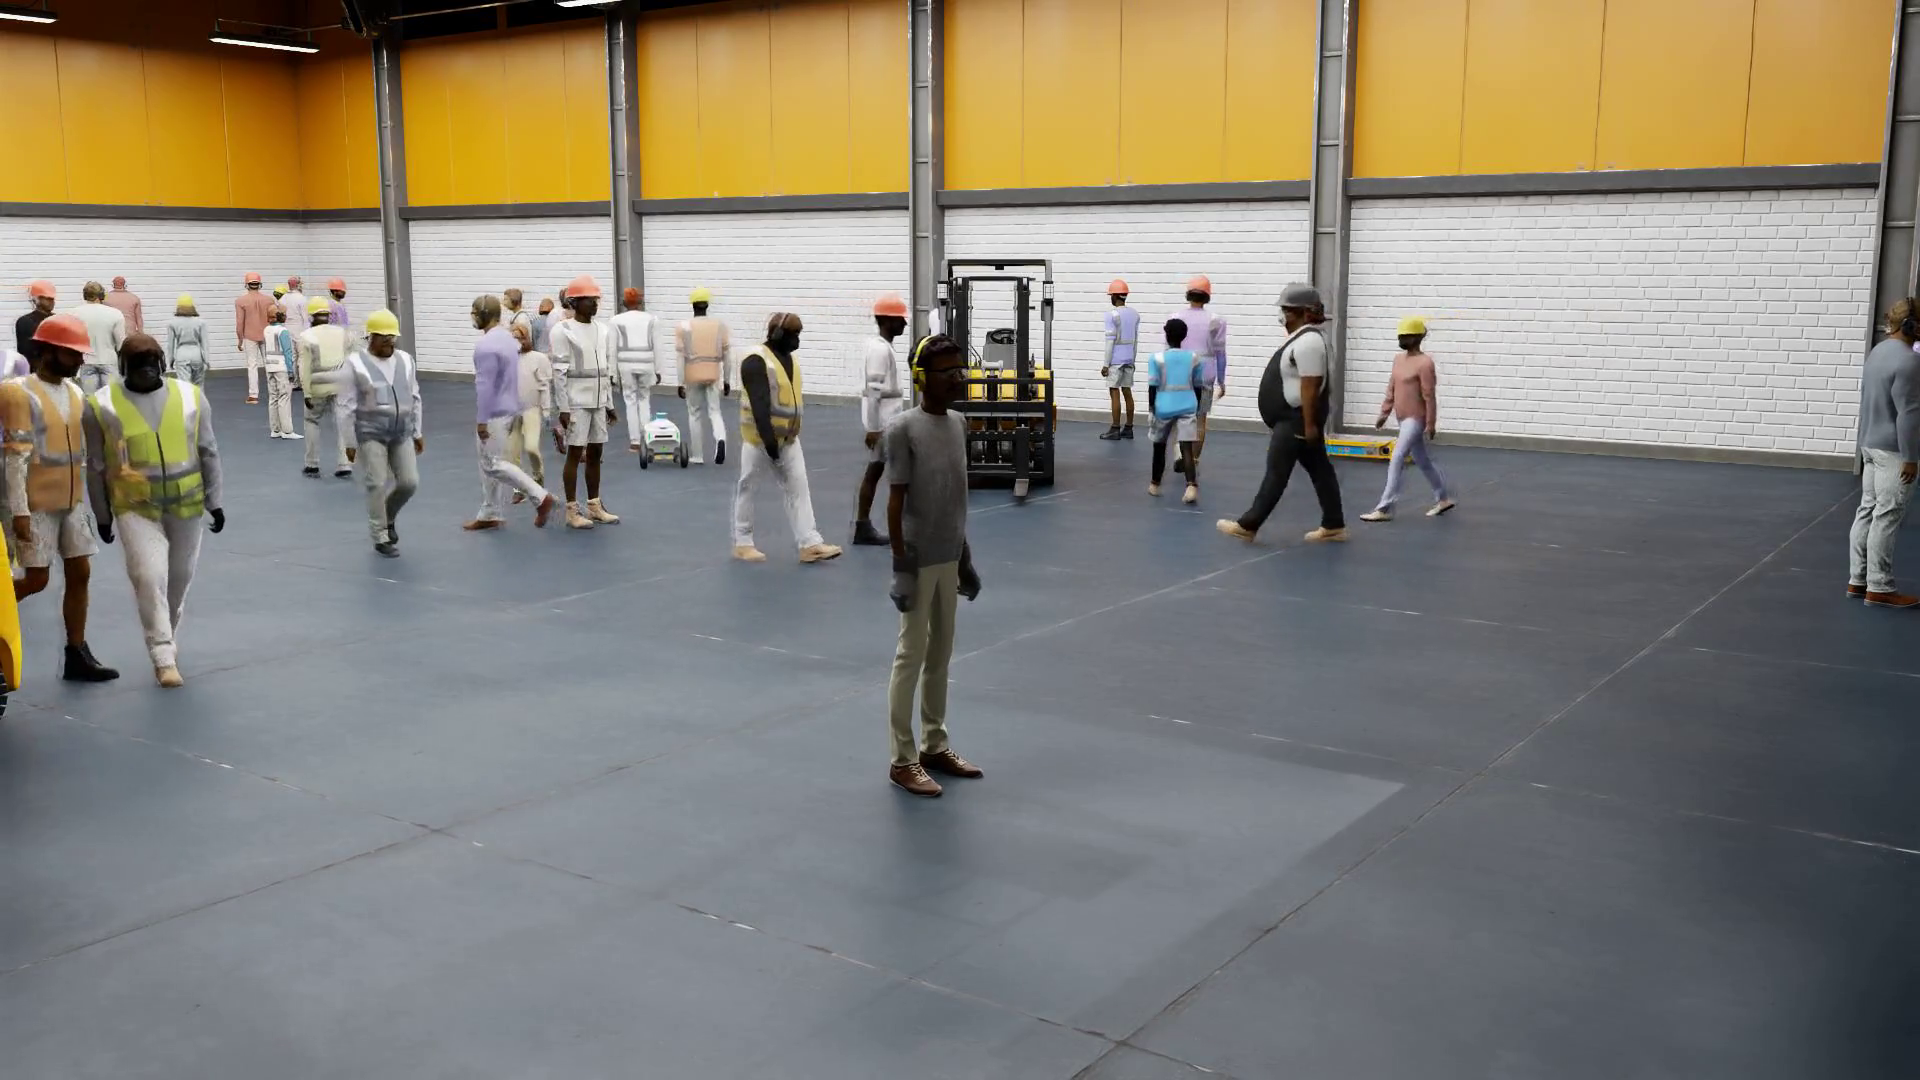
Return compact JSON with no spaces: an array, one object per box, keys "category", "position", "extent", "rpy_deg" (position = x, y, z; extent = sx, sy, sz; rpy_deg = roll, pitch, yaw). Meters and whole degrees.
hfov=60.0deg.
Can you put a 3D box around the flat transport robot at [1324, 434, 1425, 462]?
[{"category":"flat transport robot","position":[4.312,-1.025,18.226],"extent":[1.431,0.197,0.652],"rpy_deg":[6,11,30]}]

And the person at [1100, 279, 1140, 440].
[{"category":"person","position":[1.914,-2.174,20.120],"extent":[0.552,1.935,0.361],"rpy_deg":[-8,13,-41]}]

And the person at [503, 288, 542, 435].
[{"category":"person","position":[-5.469,-2.217,20.705],"extent":[0.430,1.825,0.641],"rpy_deg":[-4,10,-20]}]

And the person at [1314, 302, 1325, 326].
[{"category":"person","position":[4.071,-1.917,19.326],"extent":[0.318,1.691,0.534],"rpy_deg":[1,10,8]}]

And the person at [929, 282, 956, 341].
[{"category":"person","position":[-0.165,-2.070,19.561],"extent":[0.371,1.915,0.597],"rpy_deg":[-7,12,-34]}]

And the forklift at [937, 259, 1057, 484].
[{"category":"forklift","position":[0.370,-1.738,16.759],"extent":[1.214,2.155,2.313],"rpy_deg":[1,10,3]}]

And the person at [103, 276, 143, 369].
[{"category":"person","position":[-14.413,-3.585,28.643],"extent":[0.637,1.900,0.403],"rpy_deg":[-5,11,-28]}]

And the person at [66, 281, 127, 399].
[{"category":"person","position":[-9.753,-1.961,18.848],"extent":[0.633,1.936,0.353],"rpy_deg":[-2,10,-13]}]

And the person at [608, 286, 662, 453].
[{"category":"person","position":[-3.705,-1.927,18.834],"extent":[0.603,1.870,0.495],"rpy_deg":[-5,11,-26]}]

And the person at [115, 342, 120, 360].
[{"category":"person","position":[-12.141,-2.676,23.465],"extent":[0.539,1.814,0.992],"rpy_deg":[-7,12,-36]}]

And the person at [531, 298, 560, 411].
[{"category":"person","position":[-5.923,-2.664,23.968],"extent":[0.494,1.624,0.280],"rpy_deg":[-4,10,-23]}]

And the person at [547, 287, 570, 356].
[{"category":"person","position":[-5.066,-2.373,21.674],"extent":[0.545,1.853,0.637],"rpy_deg":[6,11,32]}]

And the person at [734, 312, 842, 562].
[{"category":"person","position":[-1.251,-0.711,11.837],"extent":[0.922,1.784,0.639],"rpy_deg":[6,11,33]}]

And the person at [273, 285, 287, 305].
[{"category":"person","position":[-11.373,-3.393,27.925],"extent":[0.522,1.758,0.349],"rpy_deg":[3,10,15]}]

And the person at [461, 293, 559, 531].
[{"category":"person","position":[-3.608,-0.989,13.155],"extent":[0.749,1.915,0.635],"rpy_deg":[0,10,-1]}]

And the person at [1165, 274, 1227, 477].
[{"category":"person","position":[2.361,-1.640,16.666],"extent":[0.610,2.026,0.421],"rpy_deg":[2,10,14]}]

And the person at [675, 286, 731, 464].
[{"category":"person","position":[-2.688,-1.715,17.492],"extent":[0.595,1.903,0.759],"rpy_deg":[-4,10,-23]}]

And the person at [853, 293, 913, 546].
[{"category":"person","position":[-0.446,-0.893,12.554],"extent":[0.822,1.909,0.583],"rpy_deg":[0,10,0]}]

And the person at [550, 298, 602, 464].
[{"category":"person","position":[-4.135,-1.768,17.855],"extent":[0.716,1.888,0.641],"rpy_deg":[6,11,33]}]

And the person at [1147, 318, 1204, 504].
[{"category":"person","position":[1.940,-1.160,14.937],"extent":[0.546,1.651,0.883],"rpy_deg":[-1,10,-8]}]

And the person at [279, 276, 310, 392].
[{"category":"person","position":[-10.950,-3.411,27.574],"extent":[0.659,1.908,0.404],"rpy_deg":[5,11,29]}]

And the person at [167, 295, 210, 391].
[{"category":"person","position":[-10.313,-2.415,22.250],"extent":[0.505,1.687,0.889],"rpy_deg":[-4,10,-24]}]

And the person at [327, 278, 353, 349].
[{"category":"person","position":[-9.772,-3.151,26.047],"extent":[0.939,1.904,0.552],"rpy_deg":[0,10,-2]}]

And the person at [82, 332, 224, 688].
[{"category":"person","position":[-4.219,-0.192,8.715],"extent":[0.616,1.810,0.893],"rpy_deg":[-7,12,-37]}]

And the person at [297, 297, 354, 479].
[{"category":"person","position":[-6.338,-1.506,16.542],"extent":[0.768,1.805,0.608],"rpy_deg":[9,13,43]}]

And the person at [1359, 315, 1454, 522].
[{"category":"person","position":[3.796,-1.018,13.881],"extent":[0.937,1.720,0.521],"rpy_deg":[-2,10,-13]}]

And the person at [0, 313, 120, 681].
[{"category":"person","position":[-4.754,-0.205,8.532],"extent":[0.743,1.897,0.606],"rpy_deg":[2,10,13]}]

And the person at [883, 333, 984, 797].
[{"category":"person","position":[-0.103,0.093,6.815],"extent":[0.326,1.874,0.519],"rpy_deg":[7,12,35]}]

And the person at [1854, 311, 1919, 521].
[{"category":"person","position":[7.777,-0.984,13.525],"extent":[0.840,1.796,0.597],"rpy_deg":[-1,10,-5]}]

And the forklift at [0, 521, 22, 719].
[{"category":"forklift","position":[-5.296,-0.090,6.943],"extent":[1.214,2.155,2.313],"rpy_deg":[7,12,35]}]

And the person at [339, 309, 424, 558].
[{"category":"person","position":[-4.238,-0.782,12.198],"extent":[0.476,1.812,0.615],"rpy_deg":[9,13,43]}]

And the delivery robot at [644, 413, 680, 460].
[{"category":"delivery robot","position":[-3.143,-1.097,17.534],"extent":[0.477,0.478,0.707],"rpy_deg":[-2,10,-13]}]

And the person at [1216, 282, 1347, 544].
[{"category":"person","position":[2.510,-0.976,12.678],"extent":[1.022,2.000,0.682],"rpy_deg":[2,10,12]}]

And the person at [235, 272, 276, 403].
[{"category":"person","position":[-10.687,-3.072,25.297],"extent":[0.609,1.995,0.376],"rpy_deg":[-8,12,-39]}]

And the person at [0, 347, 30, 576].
[{"category":"person","position":[-6.493,-0.649,11.087],"extent":[0.609,1.915,0.416],"rpy_deg":[-4,10,-20]}]

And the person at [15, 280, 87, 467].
[{"category":"person","position":[-9.627,-1.742,17.454],"extent":[0.821,1.971,0.625],"rpy_deg":[4,10,22]}]

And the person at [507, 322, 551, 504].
[{"category":"person","position":[-3.903,-1.129,14.817],"extent":[0.524,1.619,0.392],"rpy_deg":[1,10,4]}]

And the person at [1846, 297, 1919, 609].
[{"category":"person","position":[5.844,-0.548,10.429],"extent":[0.355,1.938,0.636],"rpy_deg":[1,10,9]}]

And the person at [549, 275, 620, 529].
[{"category":"person","position":[-3.027,-1.118,13.503],"extent":[0.364,2.048,0.608],"rpy_deg":[6,11,31]}]

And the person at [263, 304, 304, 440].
[{"category":"person","position":[-8.244,-2.034,20.172],"extent":[0.520,1.640,0.307],"rpy_deg":[8,12,38]}]
